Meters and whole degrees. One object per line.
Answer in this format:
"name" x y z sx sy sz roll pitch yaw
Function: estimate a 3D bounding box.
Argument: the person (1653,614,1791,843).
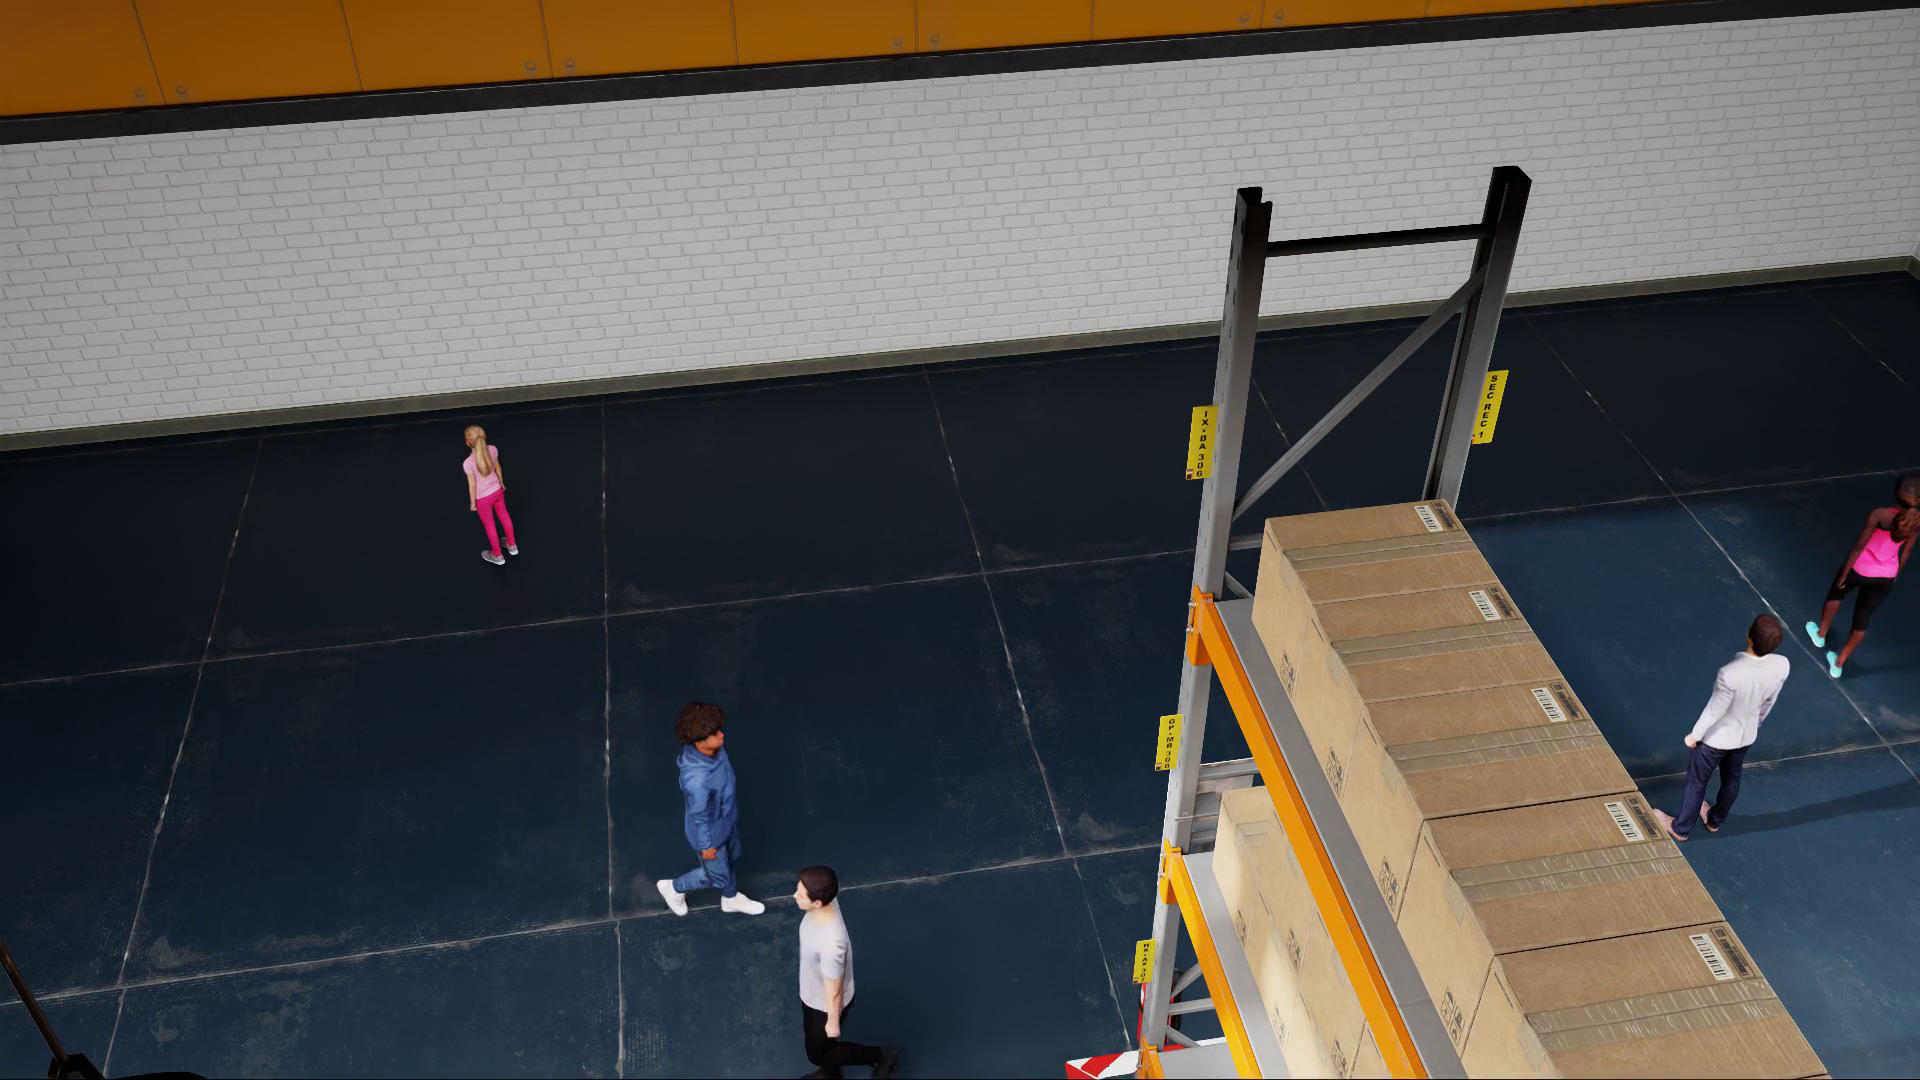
"person" 4.937 1.217 10.692 0.697 1.853 0.597 -10 40 -12

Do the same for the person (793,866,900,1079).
"person" -0.645 2.467 9.134 0.771 1.843 0.805 -9 39 -11

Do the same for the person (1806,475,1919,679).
"person" 6.558 0.301 11.955 0.762 1.707 0.885 8 39 10

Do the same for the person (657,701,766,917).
"person" -1.588 1.695 10.136 0.913 1.798 0.929 6 39 8

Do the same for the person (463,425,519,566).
"person" -3.734 -0.378 13.155 0.632 1.271 0.576 25 45 28
